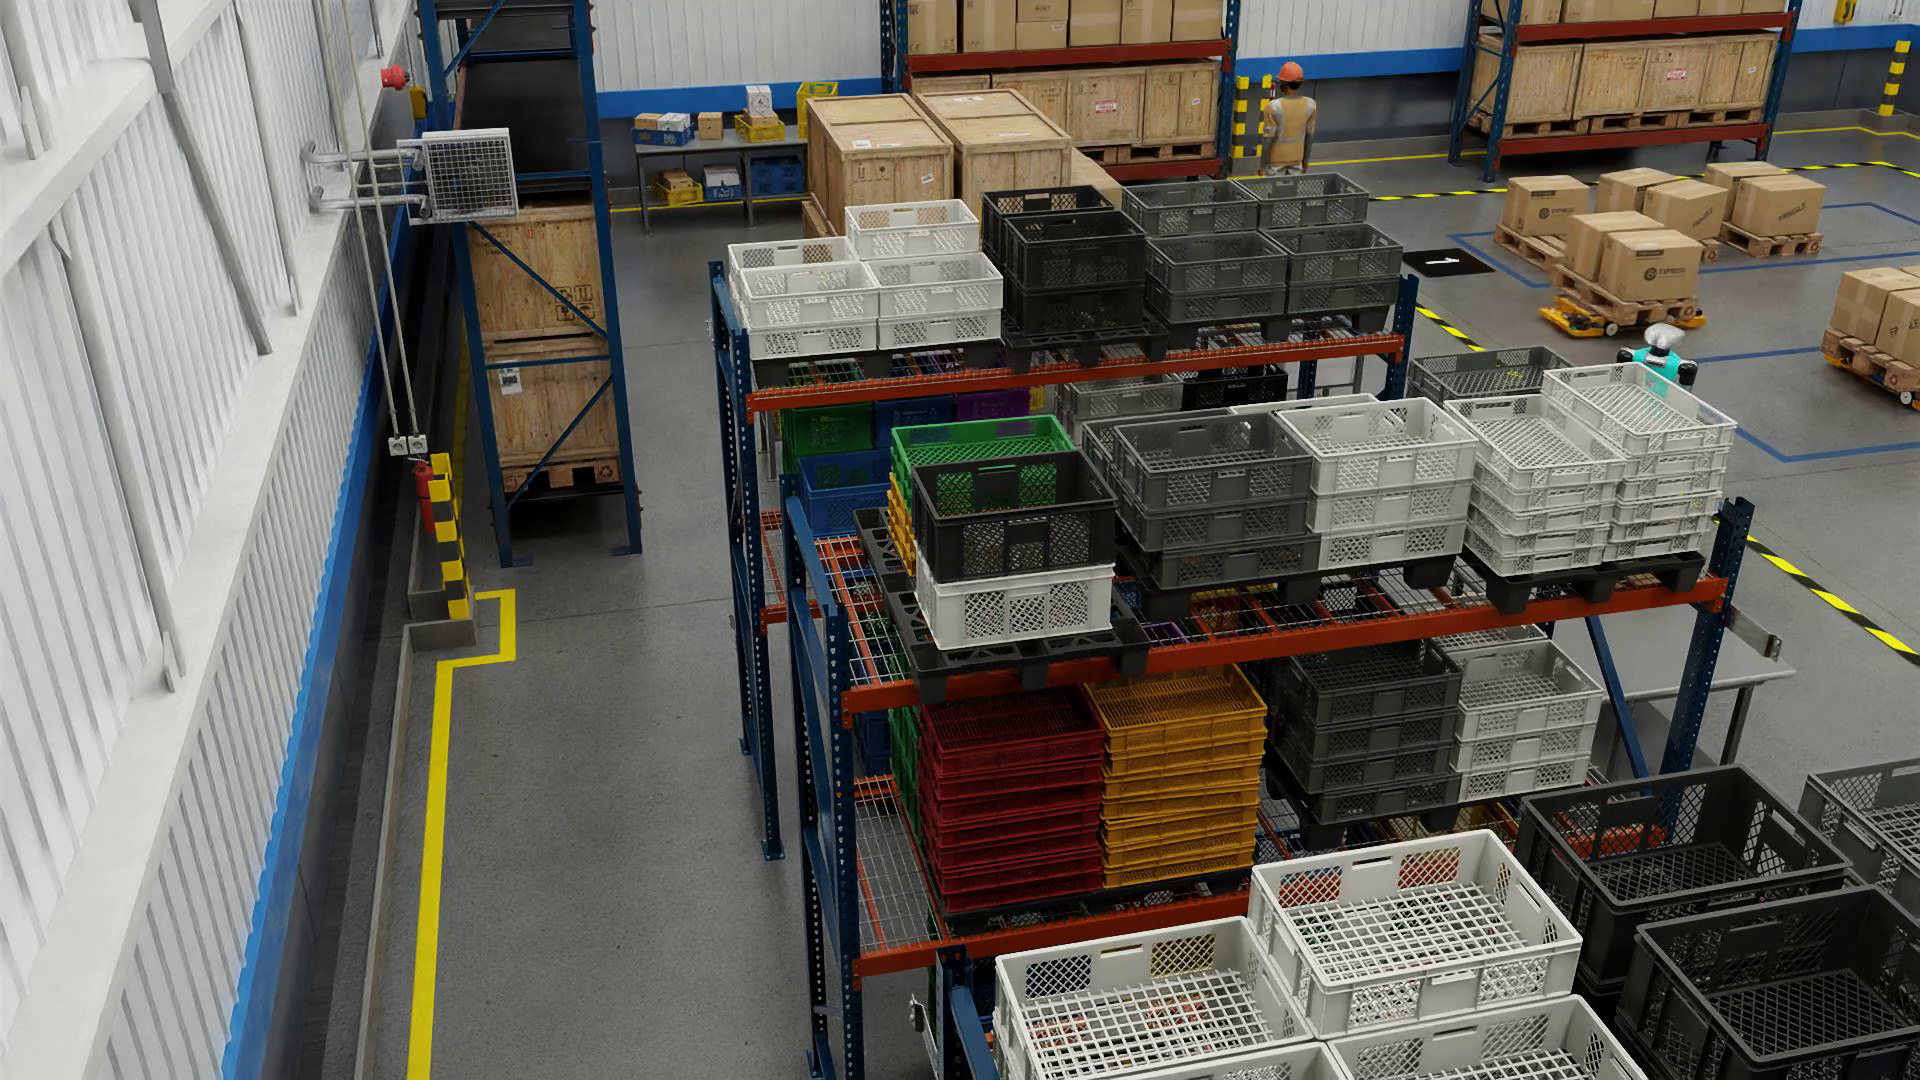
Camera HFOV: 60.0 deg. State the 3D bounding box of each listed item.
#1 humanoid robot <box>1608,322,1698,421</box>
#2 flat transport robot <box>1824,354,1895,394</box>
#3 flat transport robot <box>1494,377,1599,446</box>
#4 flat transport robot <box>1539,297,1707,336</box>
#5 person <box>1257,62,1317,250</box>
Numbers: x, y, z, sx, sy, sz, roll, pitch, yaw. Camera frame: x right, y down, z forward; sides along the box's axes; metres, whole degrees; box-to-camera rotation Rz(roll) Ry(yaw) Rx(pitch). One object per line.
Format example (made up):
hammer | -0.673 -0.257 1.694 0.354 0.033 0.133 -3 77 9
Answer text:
humanoid robot | 4.887 -0.785 11.821 0.533 1.673 0.735 16 32 28
flat transport robot | 8.473 -1.467 14.800 0.652 0.197 1.431 -6 28 -12
flat transport robot | 4.780 -1.036 14.013 0.659 0.231 1.431 -6 28 -12
flat transport robot | 6.493 -2.244 16.274 1.431 0.197 0.652 -6 28 -12
person | 3.497 -4.123 17.970 0.613 2.041 0.374 -9 29 -16
